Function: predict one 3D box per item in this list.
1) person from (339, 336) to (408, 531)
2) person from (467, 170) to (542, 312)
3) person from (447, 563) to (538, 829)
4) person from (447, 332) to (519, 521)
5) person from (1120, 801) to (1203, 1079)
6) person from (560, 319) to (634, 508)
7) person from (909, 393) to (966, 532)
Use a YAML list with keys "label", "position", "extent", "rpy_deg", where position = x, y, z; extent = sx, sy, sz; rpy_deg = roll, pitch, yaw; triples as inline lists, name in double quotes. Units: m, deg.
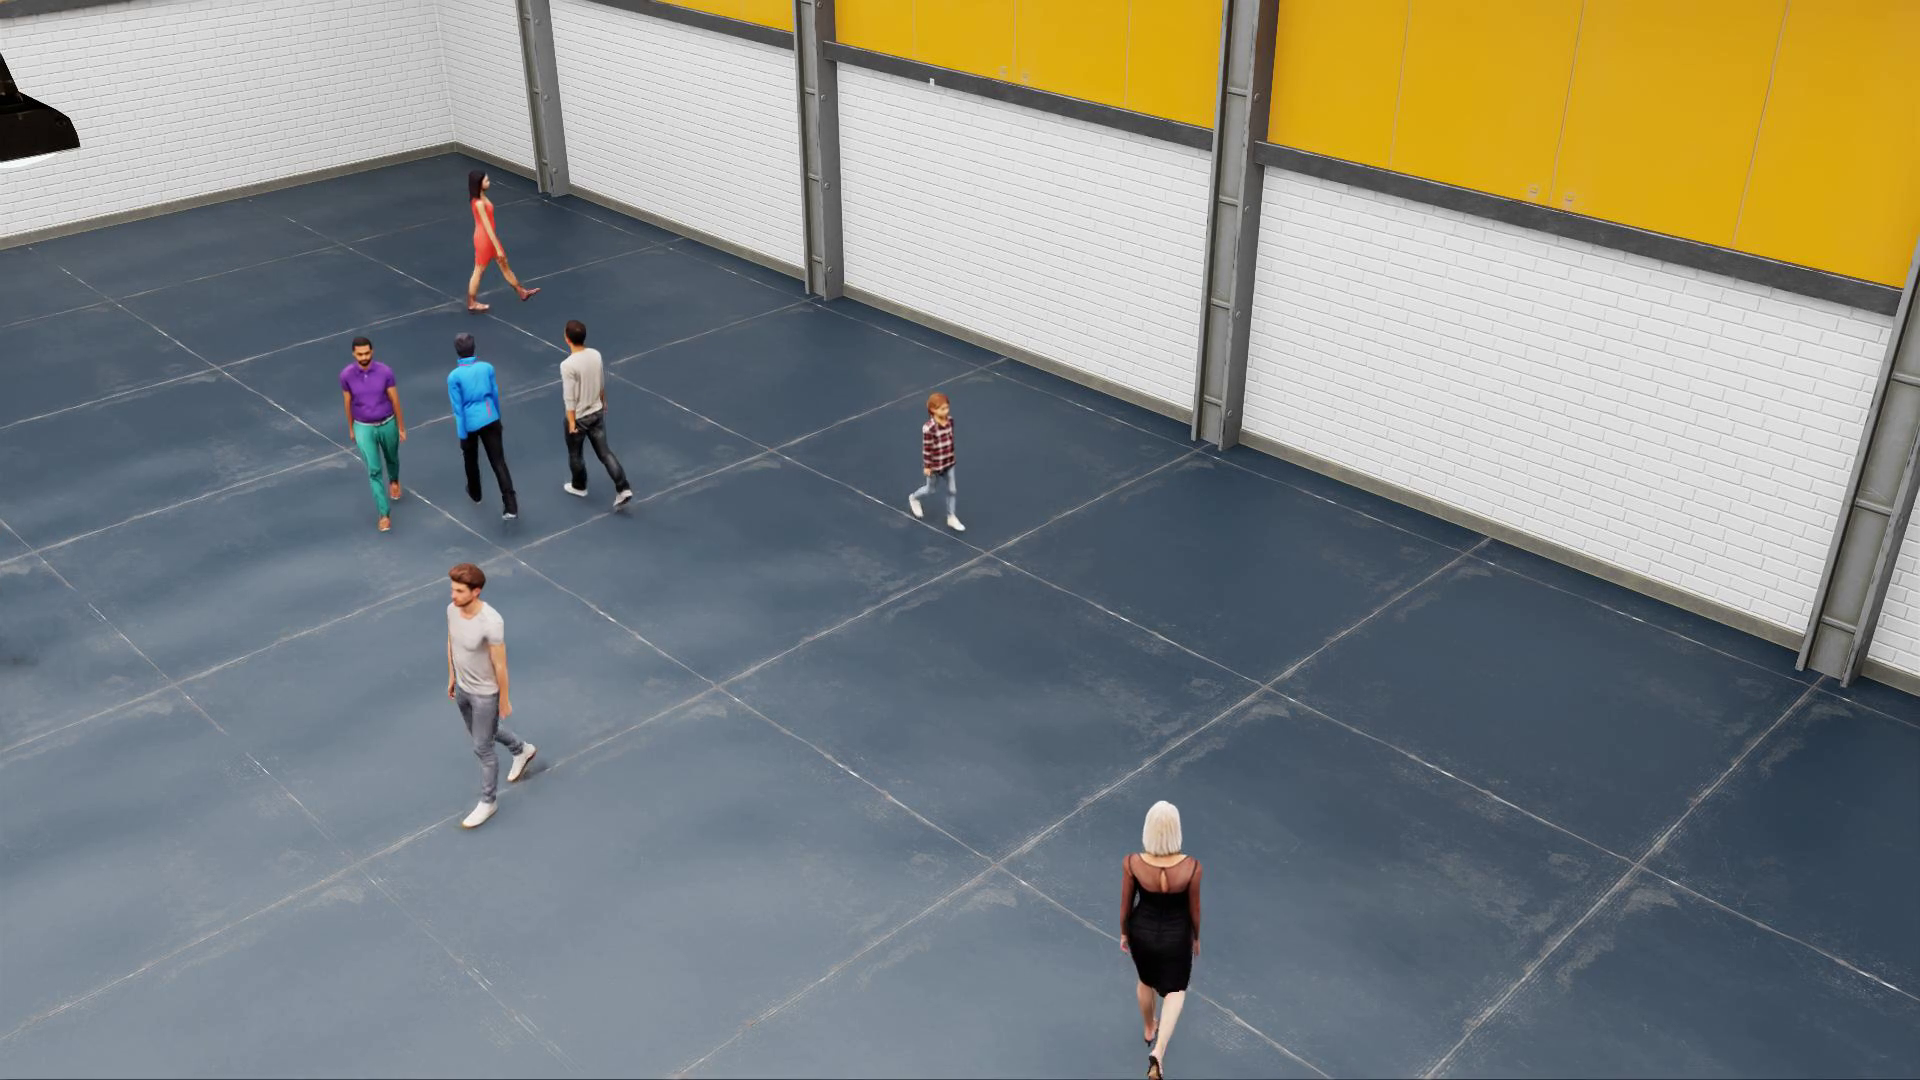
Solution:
- label: "person"
  position: [-5.271, -1.043, 15.053]
  extent: [0.983, 1.721, 1.273]
  rpy_deg: [-9, 30, -17]
- label: "person"
  position: [-5.663, -3.469, 19.557]
  extent: [1.023, 1.668, 1.133]
  rpy_deg: [-8, 30, -15]
- label: "person"
  position: [-3.189, 0.960, 11.212]
  extent: [0.977, 1.884, 0.799]
  rpy_deg: [21, 35, 33]
- label: "person"
  position: [-4.258, -0.980, 14.905]
  extent: [0.771, 1.753, 1.251]
  rpy_deg: [-18, 34, -30]
- label: "person"
  position: [1.088, 2.223, 9.055]
  extent: [0.931, 1.732, 0.917]
  rpy_deg: [7, 29, 13]
- label: "person"
  position: [-3.337, -1.114, 15.124]
  extent: [1.149, 1.779, 0.763]
  rpy_deg: [20, 35, 33]
- label: "person"
  position: [-0.232, -0.731, 14.933]
  extent: [0.553, 1.288, 0.869]
  rpy_deg: [-23, 36, -36]
